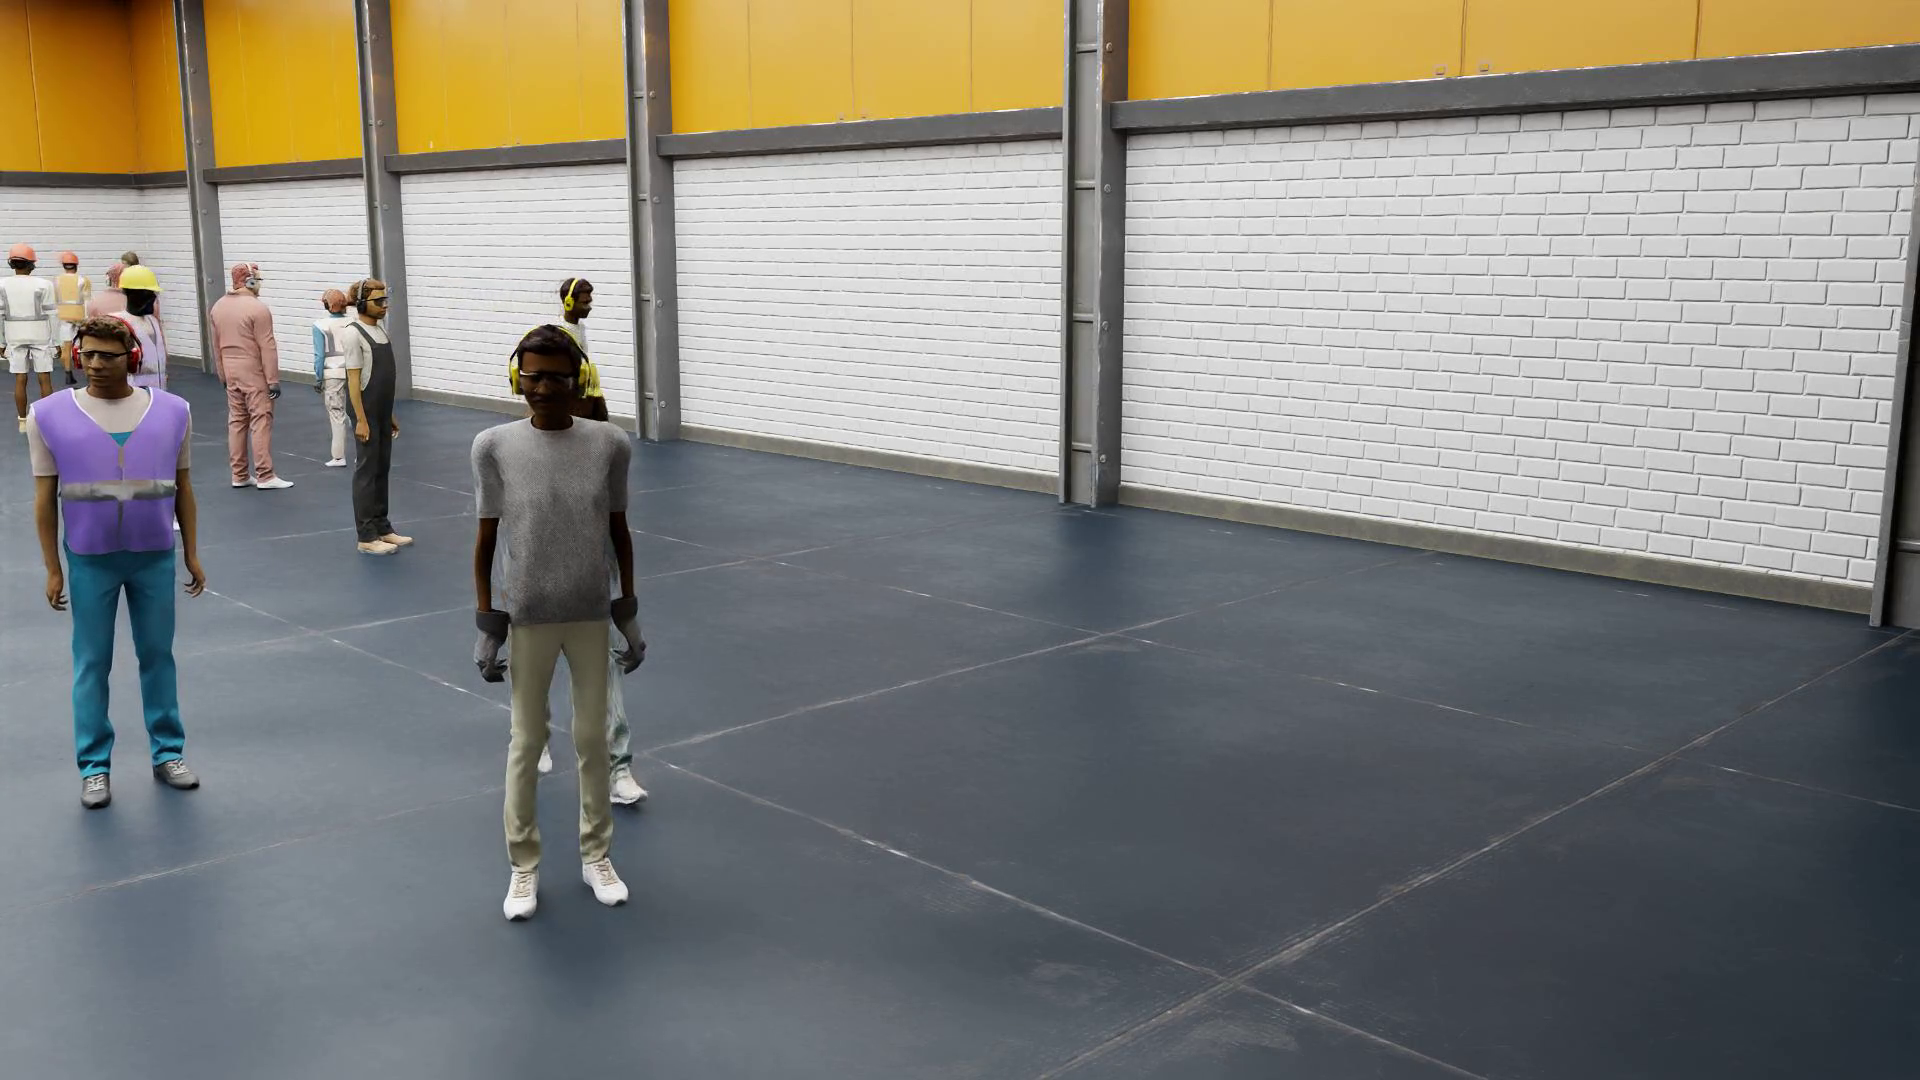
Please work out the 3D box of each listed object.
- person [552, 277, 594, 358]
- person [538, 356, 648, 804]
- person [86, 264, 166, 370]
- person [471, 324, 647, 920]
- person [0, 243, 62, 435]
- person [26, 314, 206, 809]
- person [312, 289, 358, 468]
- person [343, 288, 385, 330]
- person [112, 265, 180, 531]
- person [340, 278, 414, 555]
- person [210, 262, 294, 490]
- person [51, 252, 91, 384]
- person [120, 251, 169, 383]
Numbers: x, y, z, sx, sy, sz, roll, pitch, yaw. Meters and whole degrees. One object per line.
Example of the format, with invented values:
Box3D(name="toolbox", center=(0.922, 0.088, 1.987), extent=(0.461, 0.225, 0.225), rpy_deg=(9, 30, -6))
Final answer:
Box3D(name="person", center=(-2.781, -0.938, 11.821), extent=(0.497, 1.840, 0.537), rpy_deg=(3, 11, 15))
Box3D(name="person", center=(-1.495, 0.134, 6.372), extent=(0.495, 1.688, 0.935), rpy_deg=(-6, 12, -32))
Box3D(name="person", center=(-8.120, -1.754, 16.231), extent=(0.661, 1.854, 1.017), rpy_deg=(-5, 12, -26))
Box3D(name="person", center=(-1.258, 0.256, 5.232), extent=(0.532, 1.864, 0.312), rpy_deg=(-4, 11, -22))
Box3D(name="person", center=(-9.959, -2.139, 17.804), extent=(0.616, 2.041, 0.379), rpy_deg=(-3, 11, -15))
Box3D(name="person", center=(-3.179, 0.068, 6.318), extent=(0.564, 1.841, 0.395), rpy_deg=(-8, 13, -38))
Box3D(name="person", center=(-5.710, -1.487, 15.341), extent=(0.315, 1.641, 0.515), rpy_deg=(9, 14, 40))
Box3D(name="person", center=(-6.445, -1.963, 18.054), extent=(0.508, 1.603, 0.783), rpy_deg=(1, 10, 3))
Box3D(name="person", center=(-5.843, -1.012, 11.988), extent=(0.449, 1.919, 0.607), rpy_deg=(1, 10, 5))
Box3D(name="person", center=(-3.941, -0.830, 11.207), extent=(0.346, 1.846, 0.506), rpy_deg=(1, 10, 4))
Box3D(name="person", center=(-5.955, -1.372, 13.997), extent=(0.652, 1.904, 0.402), rpy_deg=(5, 12, 26))
Box3D(name="person", center=(-12.857, -3.220, 24.157), extent=(0.552, 1.874, 1.013), rpy_deg=(-2, 11, -12))
Box3D(name="person", center=(-11.698, -3.173, 23.850), extent=(0.513, 1.899, 0.645), rpy_deg=(-2, 11, -9))
